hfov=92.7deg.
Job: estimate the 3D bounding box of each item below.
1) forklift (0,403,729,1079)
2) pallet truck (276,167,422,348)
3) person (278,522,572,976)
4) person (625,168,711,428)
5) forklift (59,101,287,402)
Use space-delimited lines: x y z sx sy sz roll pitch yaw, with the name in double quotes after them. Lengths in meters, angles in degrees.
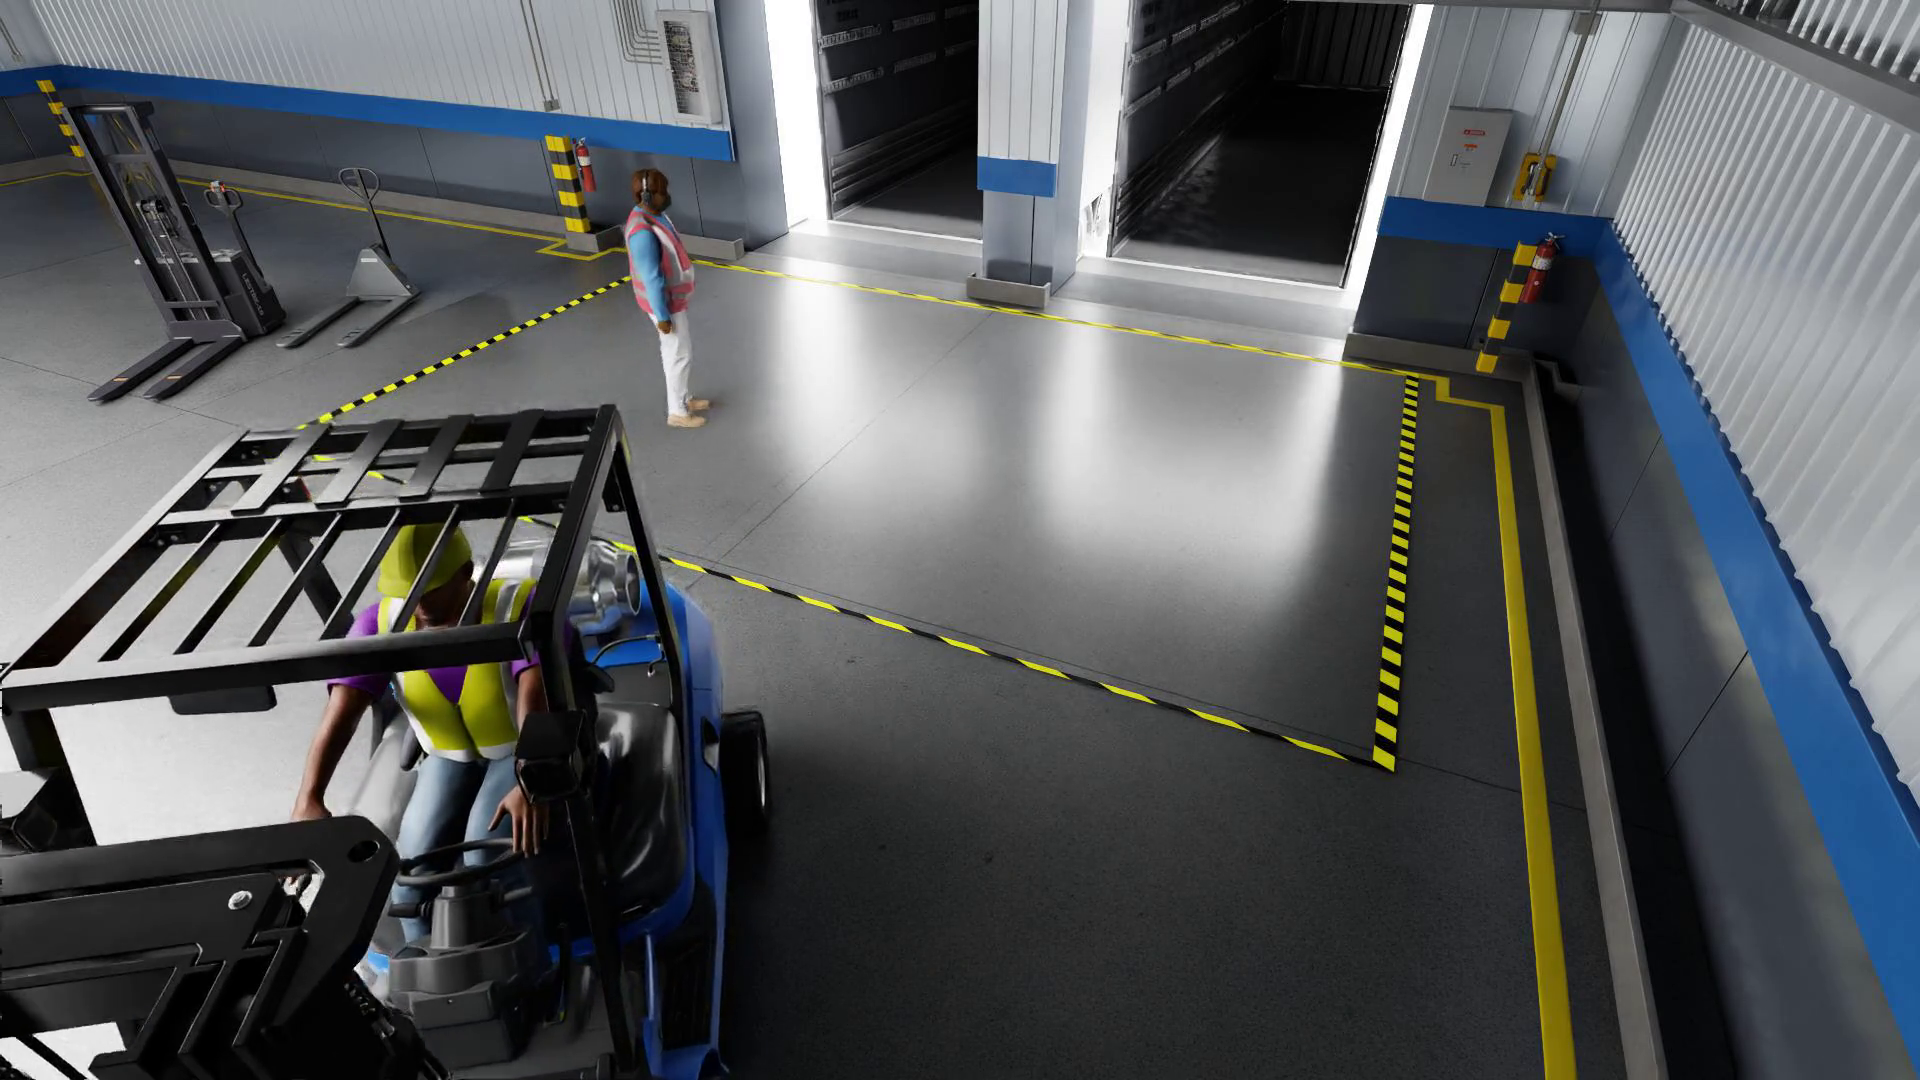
-1.363 0.787 2.584 1.157 2.036 2.680 -5 35 -7 "forklift"
-5.732 -2.611 8.414 0.680 1.201 1.601 -1 35 -1 "pallet truck"
-1.361 0.669 2.426 0.635 1.293 1.002 -5 35 -7 "person"
-2.101 -1.713 6.611 0.429 1.841 0.637 -7 36 -9 "person"
-6.686 -2.387 7.434 0.823 1.965 1.885 -3 35 -5 "forklift"
